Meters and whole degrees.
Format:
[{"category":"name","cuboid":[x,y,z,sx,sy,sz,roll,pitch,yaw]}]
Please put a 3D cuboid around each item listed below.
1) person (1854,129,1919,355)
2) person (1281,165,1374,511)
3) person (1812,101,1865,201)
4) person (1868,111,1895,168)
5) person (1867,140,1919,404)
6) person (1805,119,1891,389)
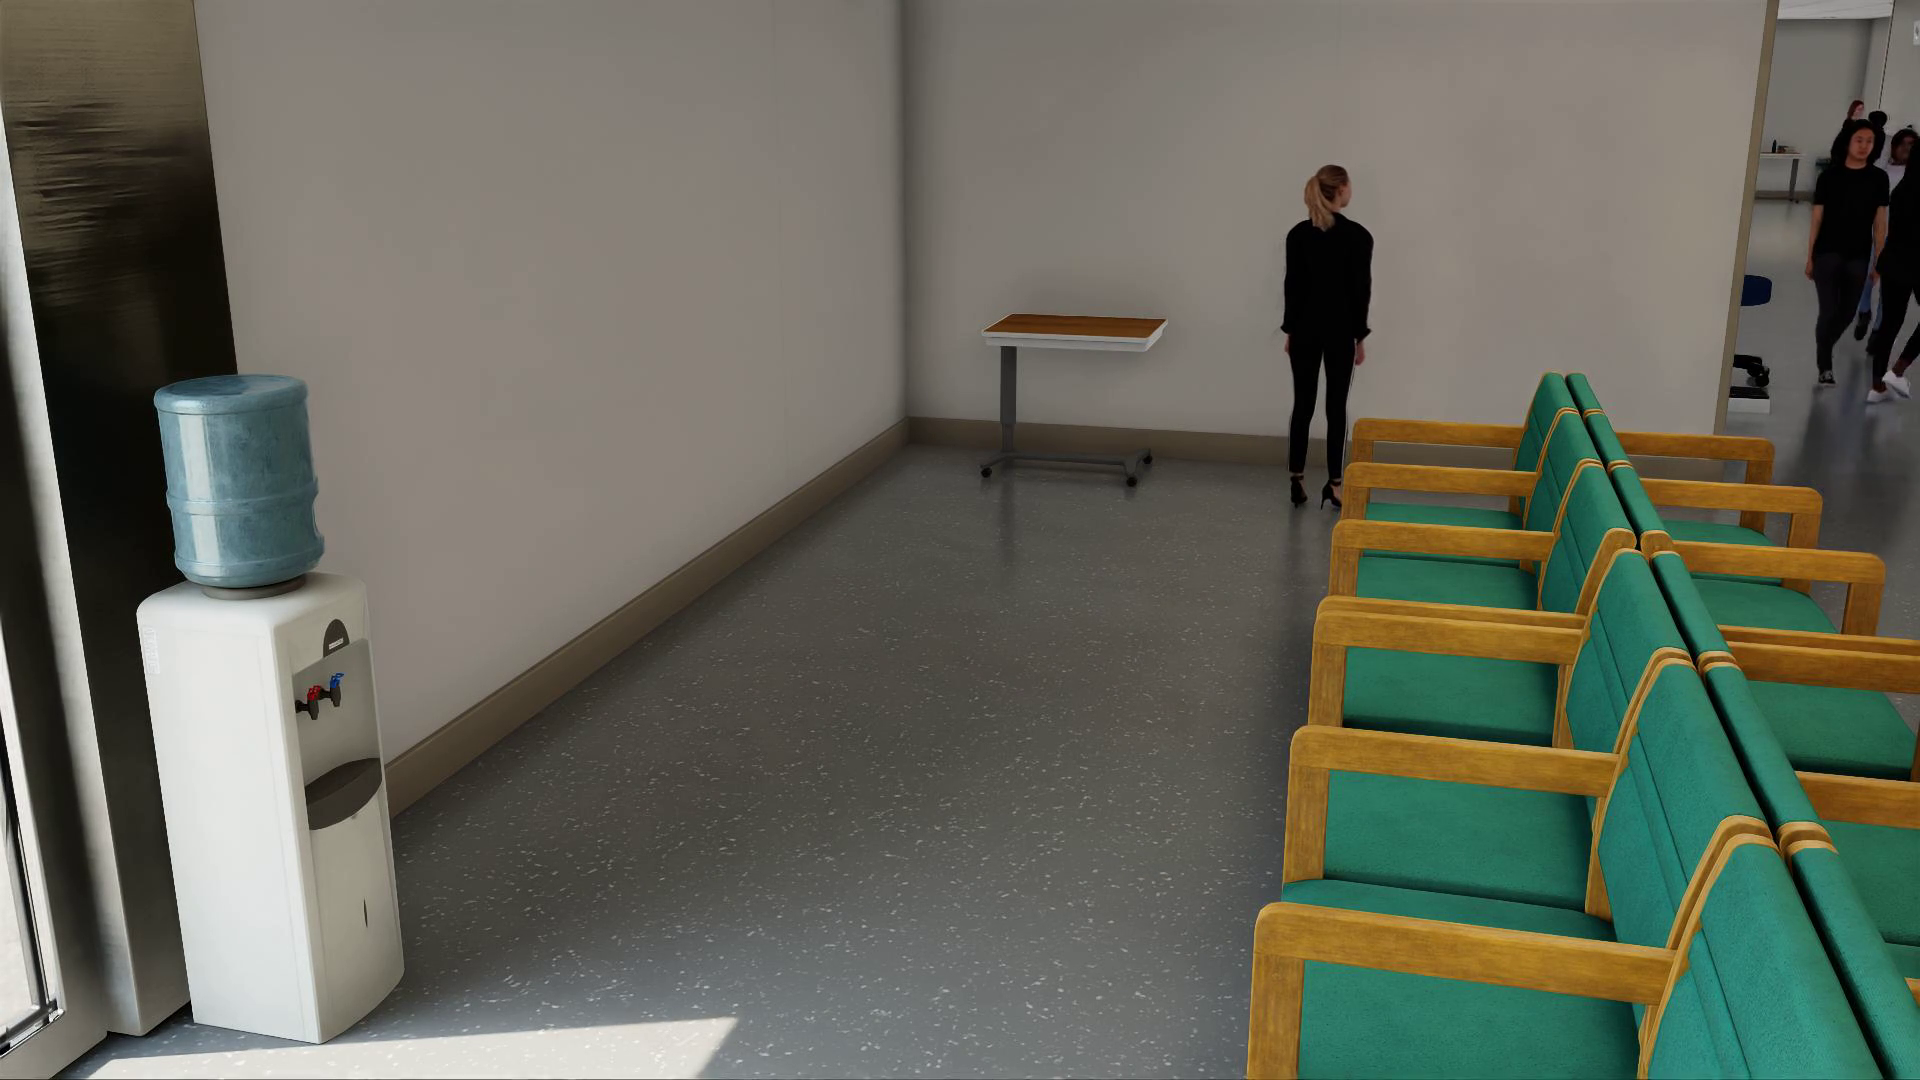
[{"category":"person","cuboid":[7.234,-2.329,12.986,0.682,1.717,0.723,7,17,24]},{"category":"person","cuboid":[1.812,-0.998,8.289,0.549,1.704,0.716,9,18,29]},{"category":"person","cuboid":[14.243,-6.217,26.920,1.115,1.639,1.146,-8,18,-27]},{"category":"person","cuboid":[10.029,-3.811,18.289,1.104,1.692,0.707,3,16,12]},{"category":"person","cuboid":[6.164,-1.738,10.891,0.832,1.717,0.771,-9,18,-30]},{"category":"person","cuboid":[6.159,-1.995,11.628,1.033,1.797,0.751,6,17,19]}]
